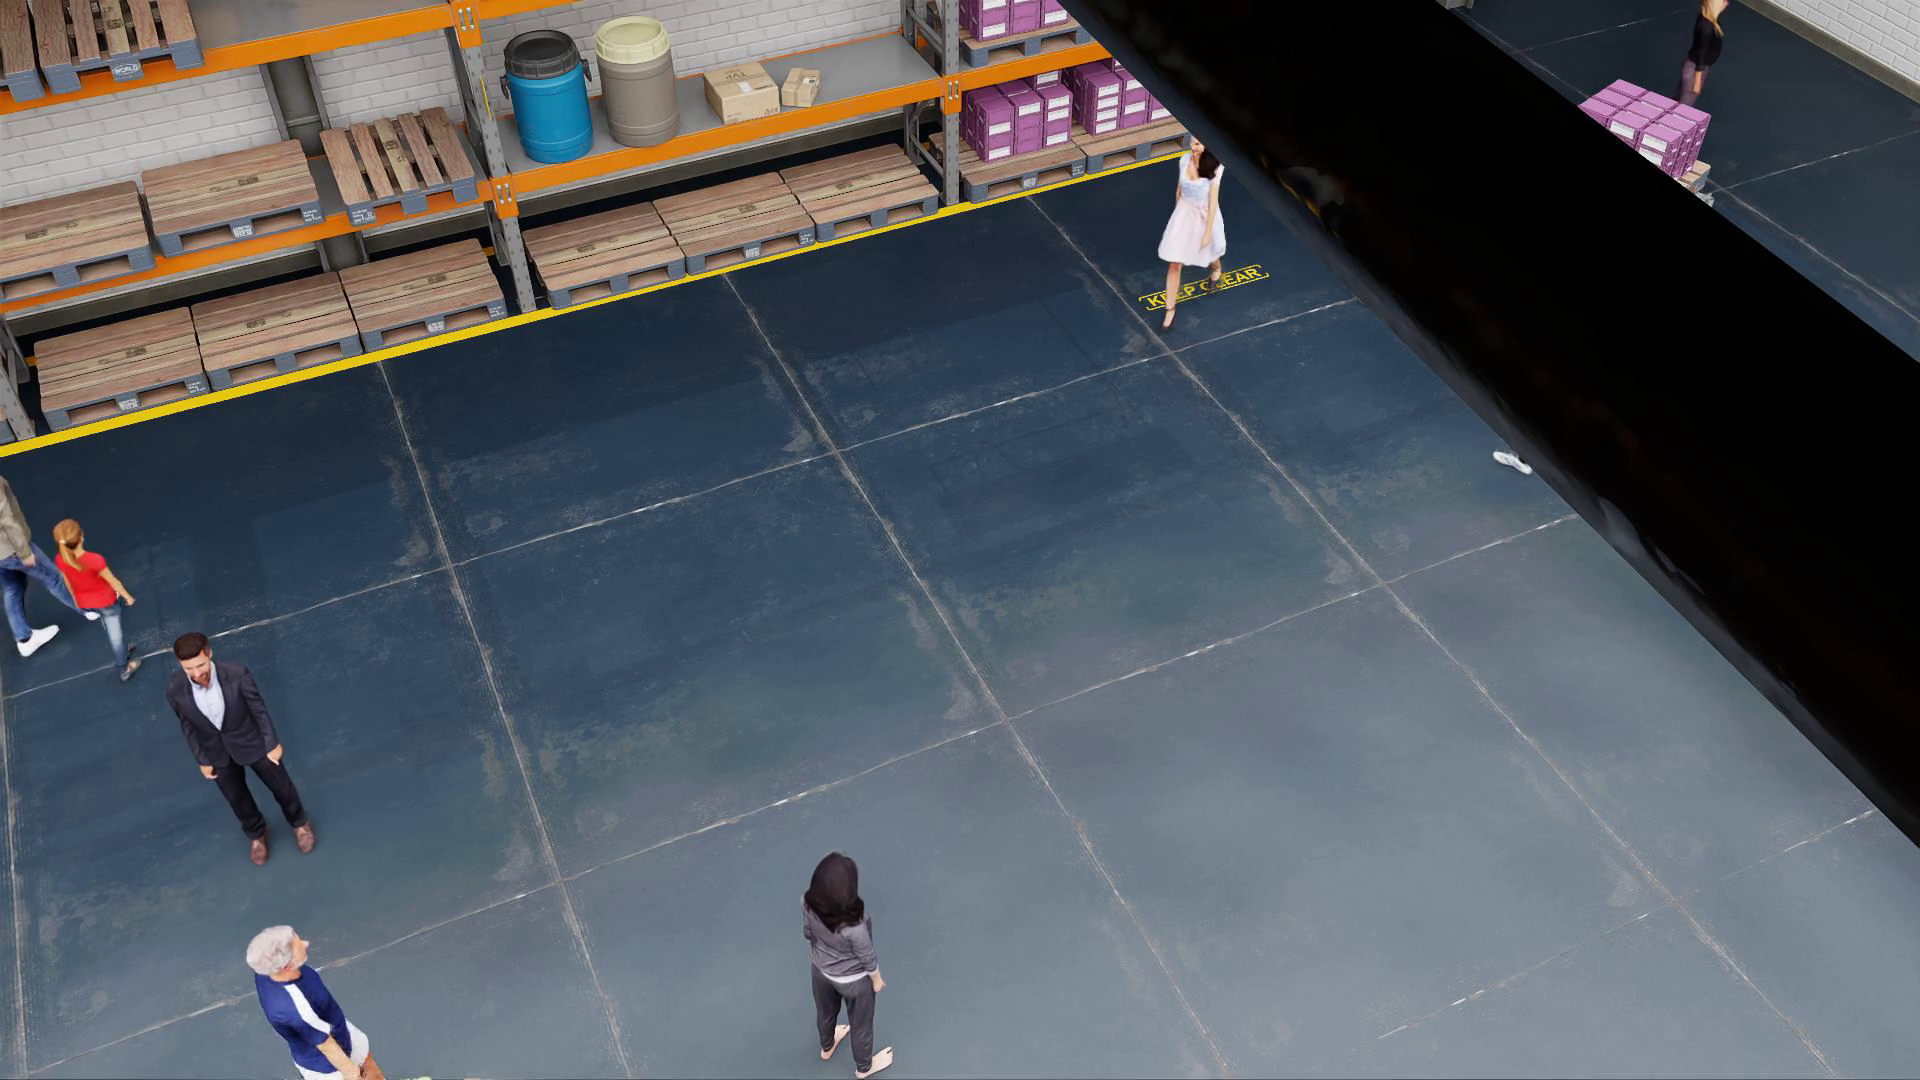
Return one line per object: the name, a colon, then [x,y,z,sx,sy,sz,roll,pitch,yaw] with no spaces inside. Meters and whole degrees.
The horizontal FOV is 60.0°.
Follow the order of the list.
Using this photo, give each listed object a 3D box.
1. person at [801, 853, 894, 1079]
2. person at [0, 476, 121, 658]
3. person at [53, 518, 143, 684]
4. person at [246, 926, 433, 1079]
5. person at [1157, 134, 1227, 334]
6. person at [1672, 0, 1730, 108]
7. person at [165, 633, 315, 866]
person: [-0.610,2.217,8.599,0.667,1.763,0.679,25,49,24]
person: [-6.276,0.047,10.823,1.027,1.836,1.134,22,48,22]
person: [-5.631,0.439,10.804,0.630,1.296,0.690,5,44,6]
person: [-3.231,2.542,8.221,1.186,1.815,0.788,-27,50,-26]
person: [1.981,-2.600,13.643,1.066,1.780,1.258,24,48,23]
person: [6.835,-4.369,15.579,0.712,1.671,0.676,9,44,10]
person: [-4.187,1.185,9.608,0.550,1.866,0.701,-12,45,-12]
